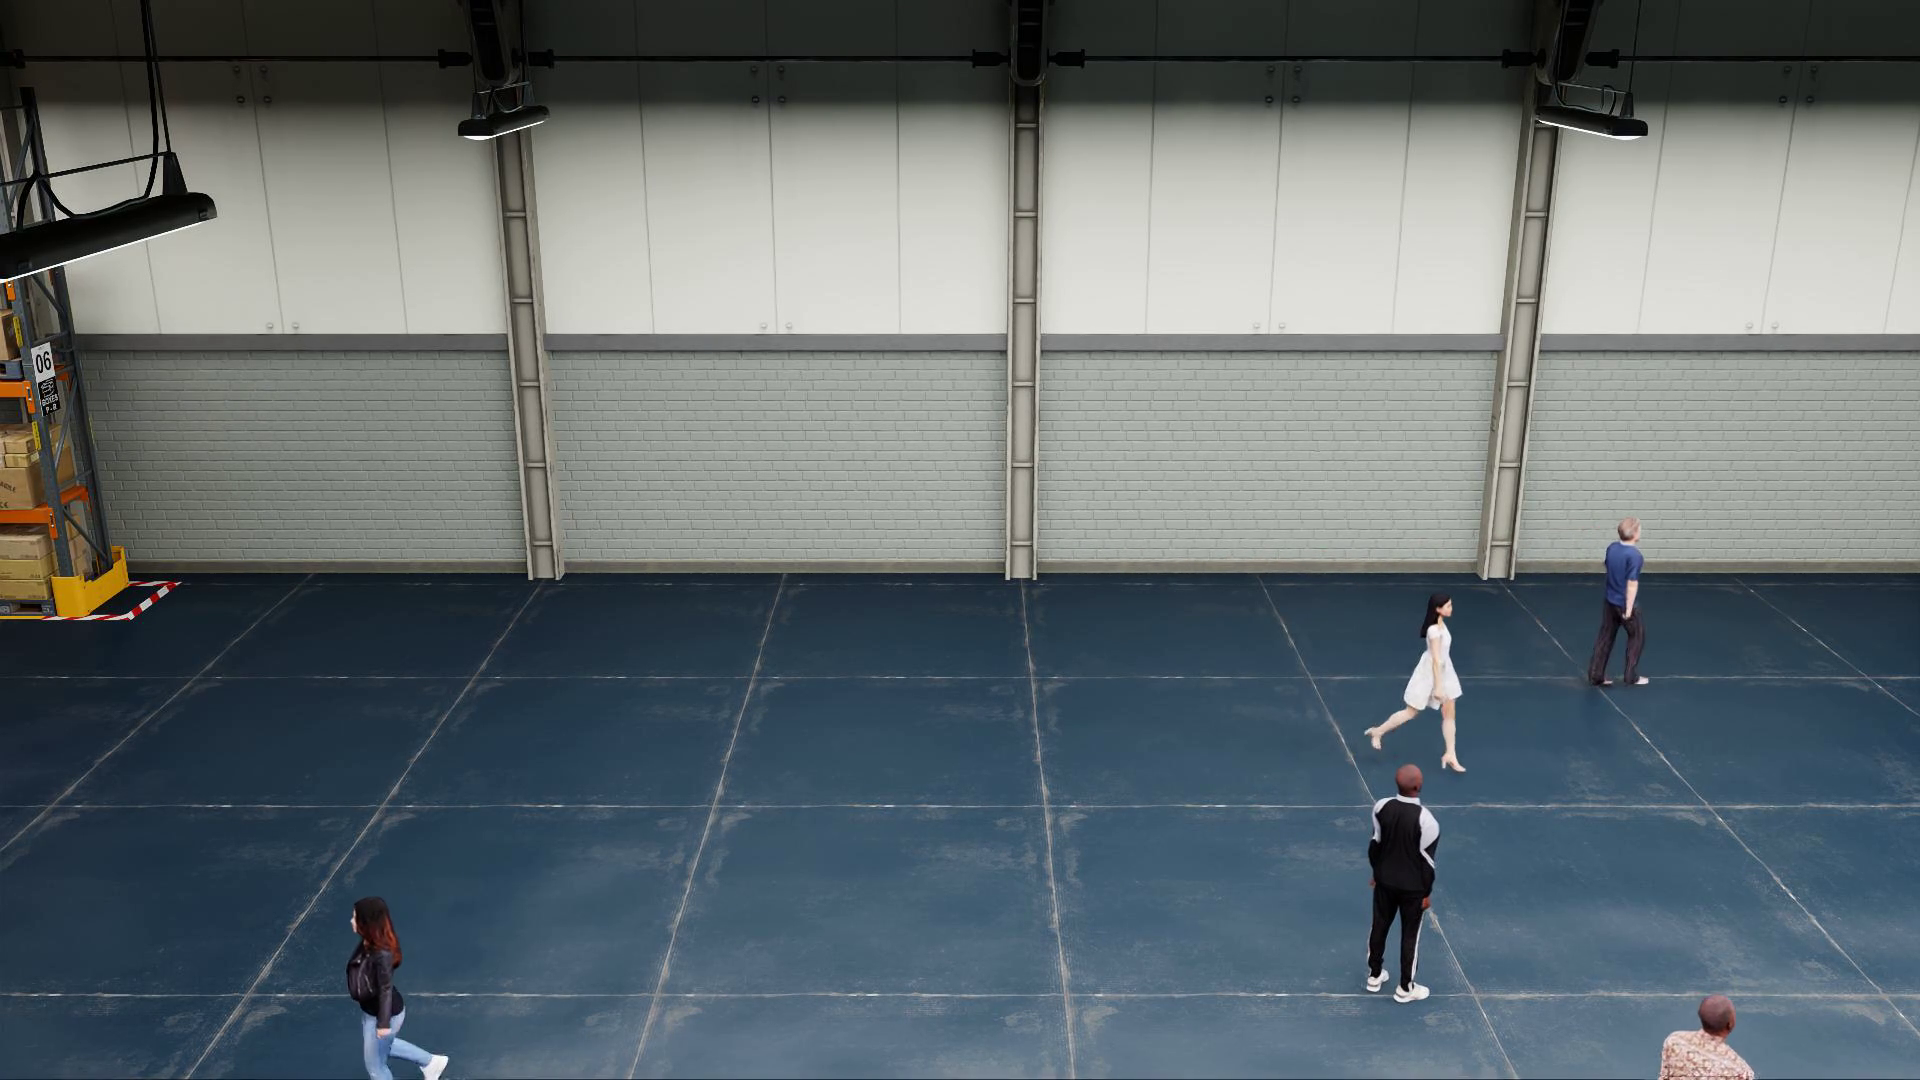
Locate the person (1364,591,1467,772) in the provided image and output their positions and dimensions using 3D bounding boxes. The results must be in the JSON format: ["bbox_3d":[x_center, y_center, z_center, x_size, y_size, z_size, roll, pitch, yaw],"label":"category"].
[{"bbox_3d":[4.309,1.333,15.522,1.252,1.737,0.908,7,19,22],"label":"person"}]

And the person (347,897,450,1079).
[{"bbox_3d":[-3.623,2.998,10.606,0.990,1.615,0.867,-9,20,-27],"label":"person"}]

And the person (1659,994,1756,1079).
[{"bbox_3d":[4.041,3.370,9.188,1.108,1.784,0.977,-11,21,-31],"label":"person"}]

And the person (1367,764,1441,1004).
[{"bbox_3d":[3.161,2.447,11.955,0.722,1.827,0.783,17,25,42],"label":"person"}]

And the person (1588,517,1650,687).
[{"bbox_3d":[6.813,0.679,17.342,0.958,1.852,0.827,-6,19,-18],"label":"person"}]
